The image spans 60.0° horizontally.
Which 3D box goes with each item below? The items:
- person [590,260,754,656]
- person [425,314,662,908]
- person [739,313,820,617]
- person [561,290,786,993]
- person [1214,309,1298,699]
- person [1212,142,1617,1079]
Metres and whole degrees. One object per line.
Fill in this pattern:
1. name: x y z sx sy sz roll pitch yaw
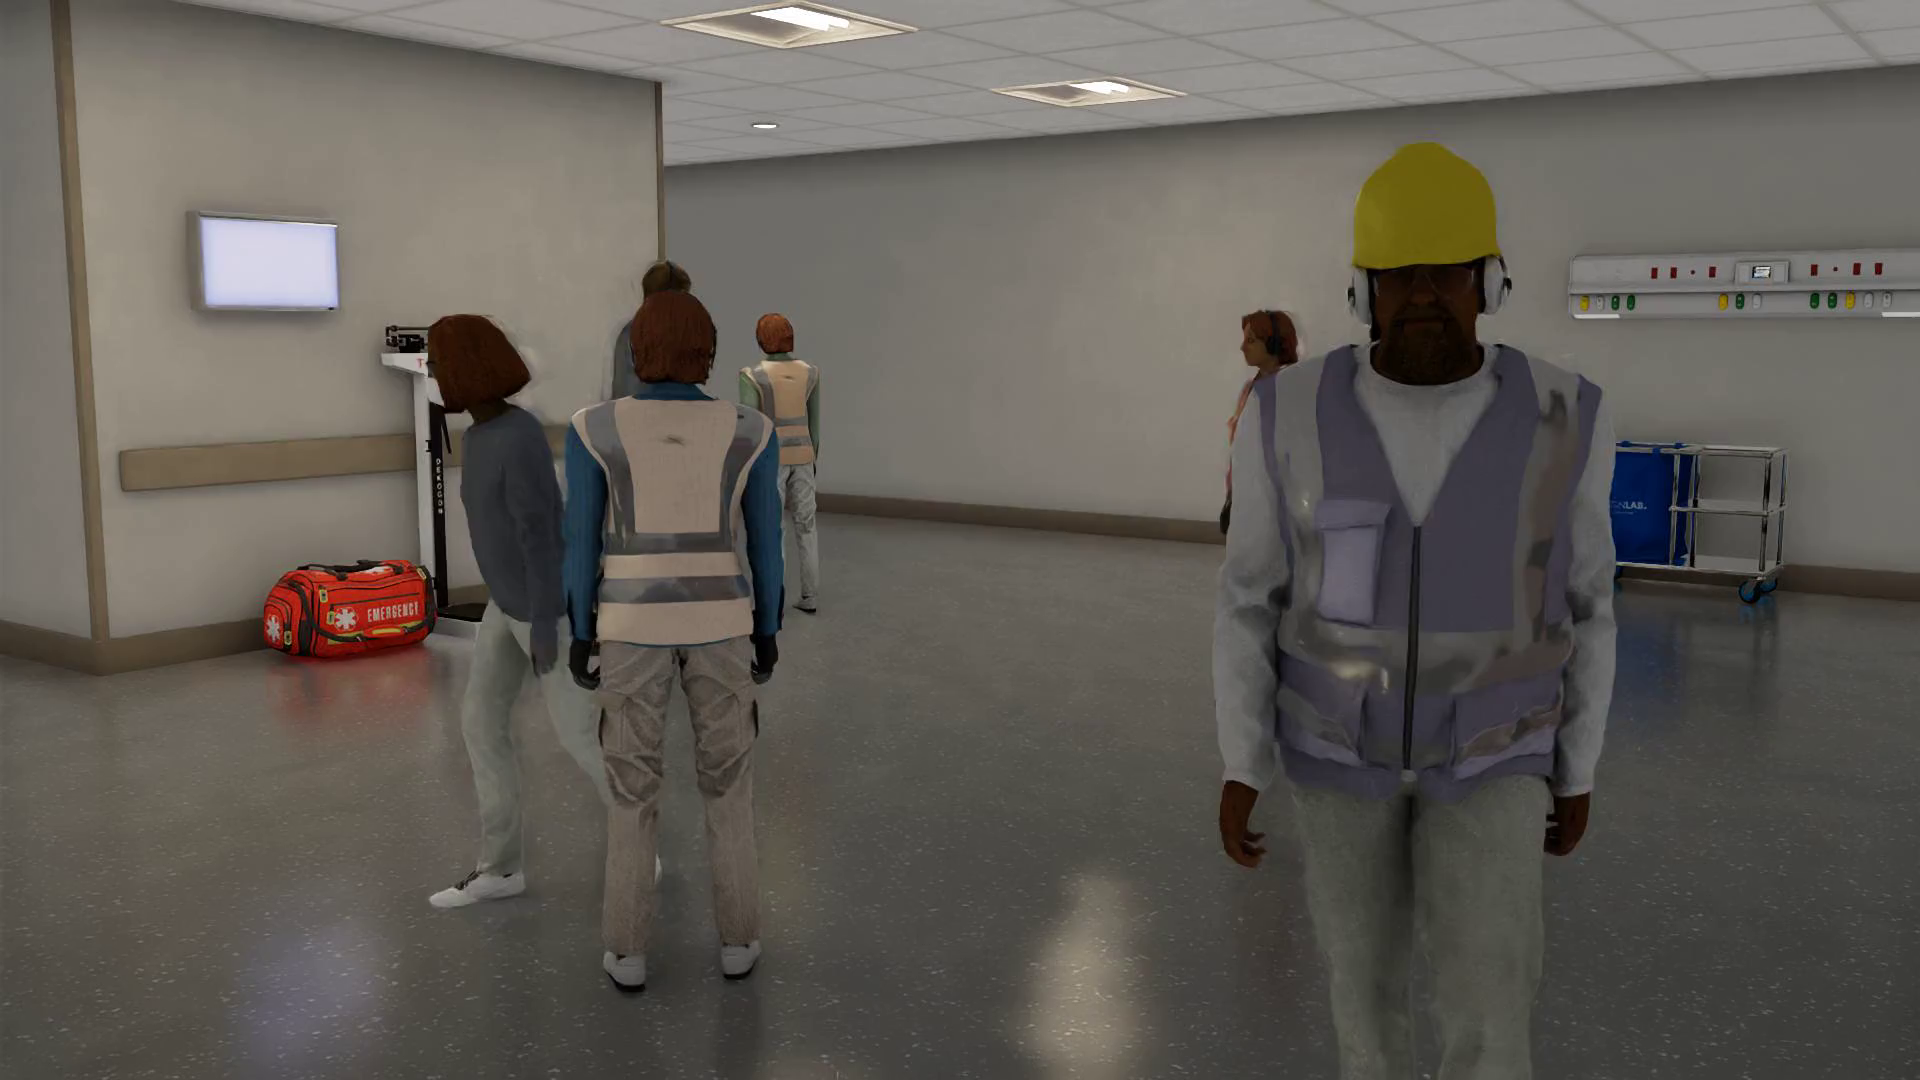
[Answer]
1. person: -1.497 -0.368 7.836 1.062 1.883 0.644 -3 8 -25
2. person: -1.095 0.195 4.443 0.602 1.581 0.505 -5 9 -36
3. person: -0.968 -0.398 8.968 0.515 1.636 0.314 -6 9 -39
4. person: -0.669 0.234 3.913 0.525 1.634 0.319 -2 7 -15
5. person: 1.242 -0.122 6.790 0.383 1.627 0.517 -1 7 -9
6. person: 0.660 0.331 2.461 0.593 1.791 0.861 2 7 18
